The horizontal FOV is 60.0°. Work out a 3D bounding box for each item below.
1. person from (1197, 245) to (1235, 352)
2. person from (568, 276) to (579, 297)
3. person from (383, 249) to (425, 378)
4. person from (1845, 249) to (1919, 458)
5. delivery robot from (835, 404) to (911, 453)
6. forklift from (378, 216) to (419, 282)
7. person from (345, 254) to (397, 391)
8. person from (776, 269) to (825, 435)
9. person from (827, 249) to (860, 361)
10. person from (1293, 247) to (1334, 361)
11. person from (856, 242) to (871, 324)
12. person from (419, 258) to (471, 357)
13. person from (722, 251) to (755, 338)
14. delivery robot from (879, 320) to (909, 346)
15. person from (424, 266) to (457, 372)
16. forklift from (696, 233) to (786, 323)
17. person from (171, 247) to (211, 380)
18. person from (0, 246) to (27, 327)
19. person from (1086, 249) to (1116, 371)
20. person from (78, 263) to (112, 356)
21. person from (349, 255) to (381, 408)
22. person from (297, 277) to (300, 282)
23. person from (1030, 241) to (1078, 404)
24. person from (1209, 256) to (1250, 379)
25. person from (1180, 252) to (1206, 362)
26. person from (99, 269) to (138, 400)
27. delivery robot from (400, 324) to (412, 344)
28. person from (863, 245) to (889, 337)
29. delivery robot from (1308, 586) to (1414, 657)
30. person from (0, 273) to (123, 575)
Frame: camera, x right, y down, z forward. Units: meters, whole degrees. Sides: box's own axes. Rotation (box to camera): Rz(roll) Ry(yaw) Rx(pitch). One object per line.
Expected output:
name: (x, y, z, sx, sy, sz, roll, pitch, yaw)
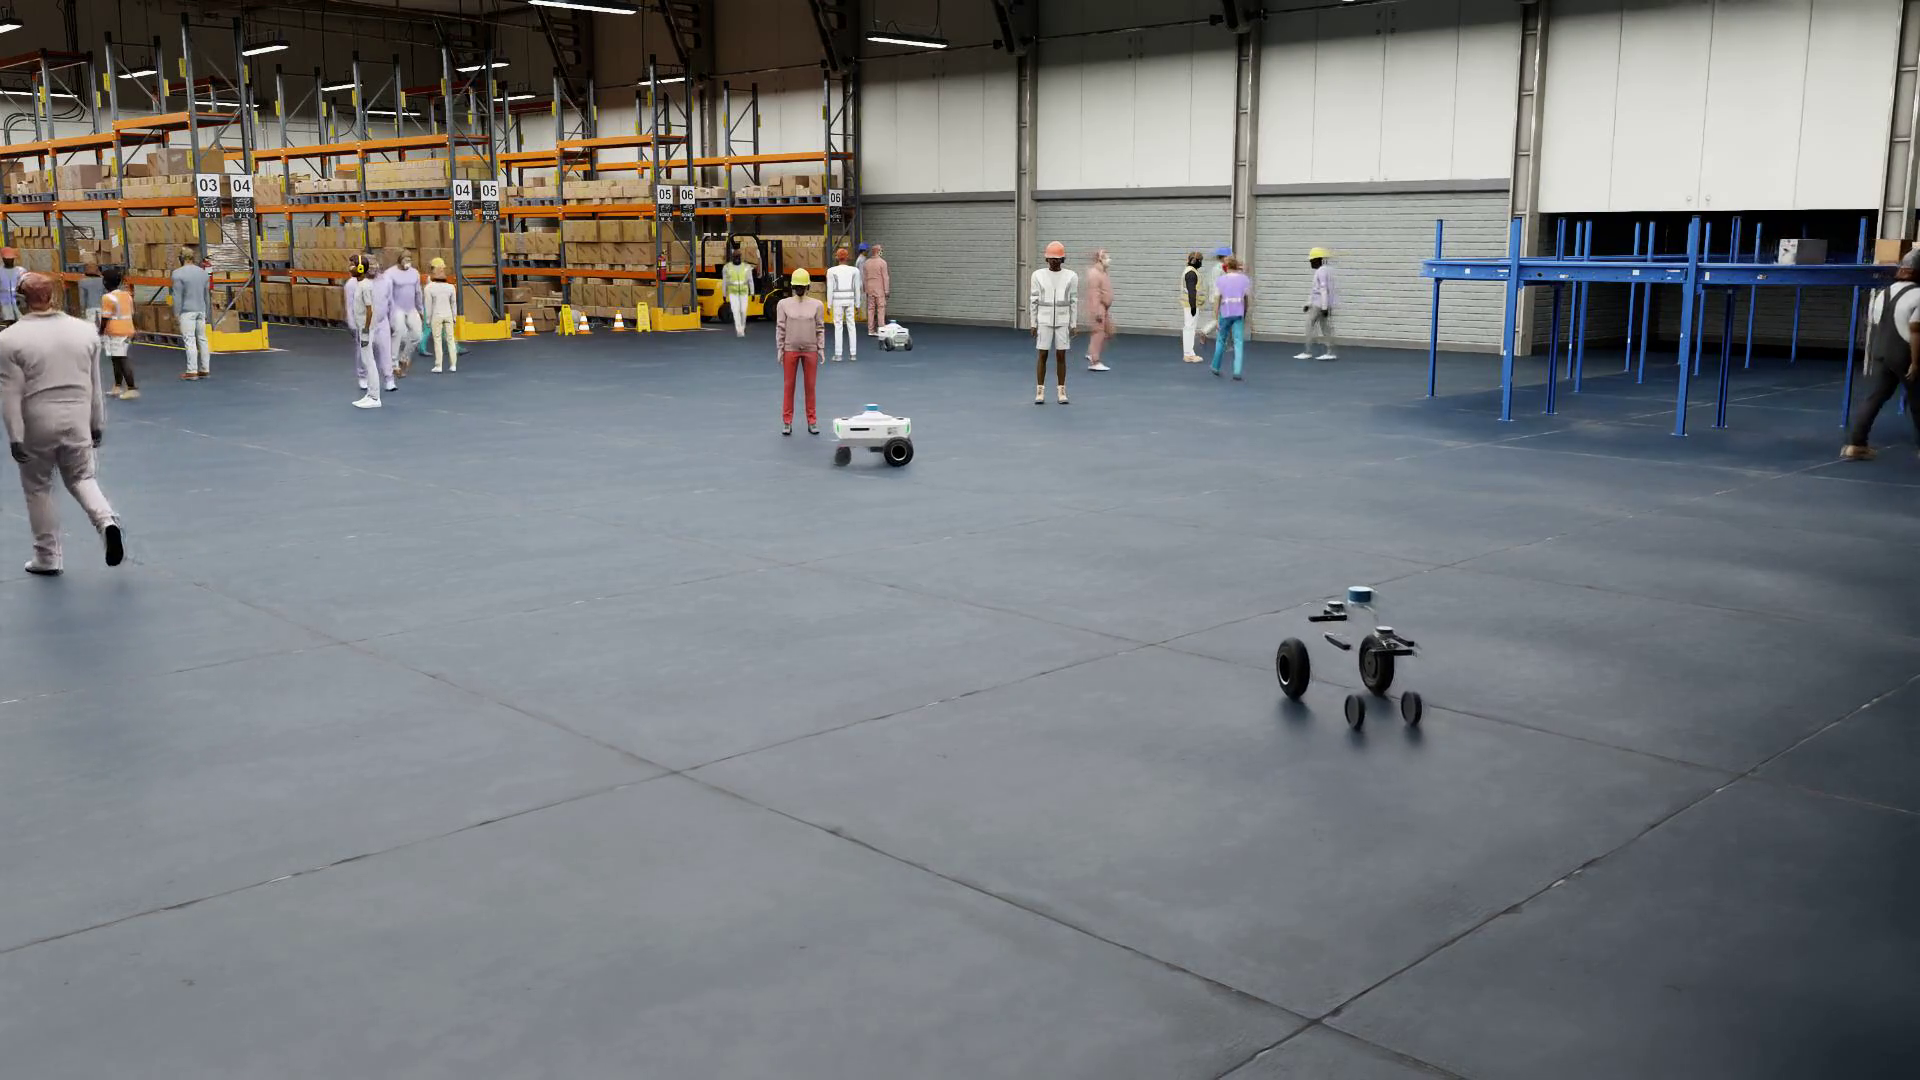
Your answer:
person: (4.718, -4.416, 30.419, 0.681, 1.931, 0.619, 3, 11, 17)
person: (-10.632, -7.078, 45.470, 0.483, 1.737, 0.320, 4, 11, 20)
person: (-8.342, -3.399, 24.936, 0.485, 1.906, 0.730, 7, 12, 33)
person: (8.898, -1.746, 15.664, 1.012, 2.000, 0.696, -2, 11, -10)
delivery robot: (-0.817, -1.024, 15.524, 0.707, 0.478, 0.477, -1, 10, -4)
forklift: (-17.868, -9.201, 54.028, 1.873, 2.768, 1.129, -10, 14, -44)
person: (-8.057, -2.968, 22.744, 0.664, 1.853, 1.010, -7, 13, -34)
person: (-1.698, -2.010, 17.763, 0.523, 1.760, 0.327, -2, 11, -11)
person: (-1.972, -3.976, 28.136, 0.583, 1.882, 0.337, -4, 11, -20)
person: (6.002, -3.993, 28.185, 0.815, 1.892, 0.600, 3, 11, 14)
person: (-2.310, -6.161, 39.876, 0.396, 1.946, 0.610, -1, 10, -6)
person: (-9.103, -4.066, 29.083, 0.923, 1.714, 0.547, 1, 10, 6)
person: (-4.644, -5.160, 34.877, 0.666, 1.790, 0.747, -3, 11, -18)
delivery robot: (-1.235, -3.830, 30.825, 0.477, 0.478, 0.707, -5, 12, -26)
person: (-8.051, -3.425, 25.817, 0.499, 1.633, 0.286, -8, 13, -37)
forklift: (-5.496, -6.489, 41.108, 2.313, 2.155, 1.214, -10, 14, -44)
person: (-11.311, -3.331, 24.492, 0.379, 1.936, 0.626, 4, 11, 20)
person: (-16.547, -4.157, 29.046, 0.550, 1.918, 0.578, -6, 12, -28)
person: (2.220, -3.598, 26.061, 0.429, 1.890, 0.676, 4, 11, 19)
person: (-15.114, -4.026, 29.094, 0.502, 1.633, 0.280, -5, 11, -25)
person: (-7.375, -2.578, 20.550, 0.328, 1.872, 0.512, -5, 12, -26)
person: (-19.717, -7.874, 49.245, 0.377, 1.938, 0.547, -2, 11, -11)
person: (1.187, -2.736, 20.968, 0.605, 2.033, 0.392, 0, 10, -1)
person: (4.006, -3.304, 24.723, 0.574, 1.793, 0.970, -1, 10, -6)
person: (3.928, -3.930, 28.020, 0.429, 1.839, 0.622, 1, 10, 4)
person: (-10.924, -2.641, 21.423, 0.671, 1.672, 0.553, 1, 10, 5)
delivery robot: (-10.423, -3.881, 31.103, 0.477, 0.478, 0.707, -10, 14, -42)
person: (-1.720, -5.219, 34.852, 0.638, 1.909, 0.408, 8, 13, 37)
delivery robot: (1.789, 0.327, 7.452, 0.335, 0.223, 0.698, -2, 11, -11)
person: (-5.595, -0.708, 10.311, 0.700, 1.883, 0.649, 8, 13, 36)
